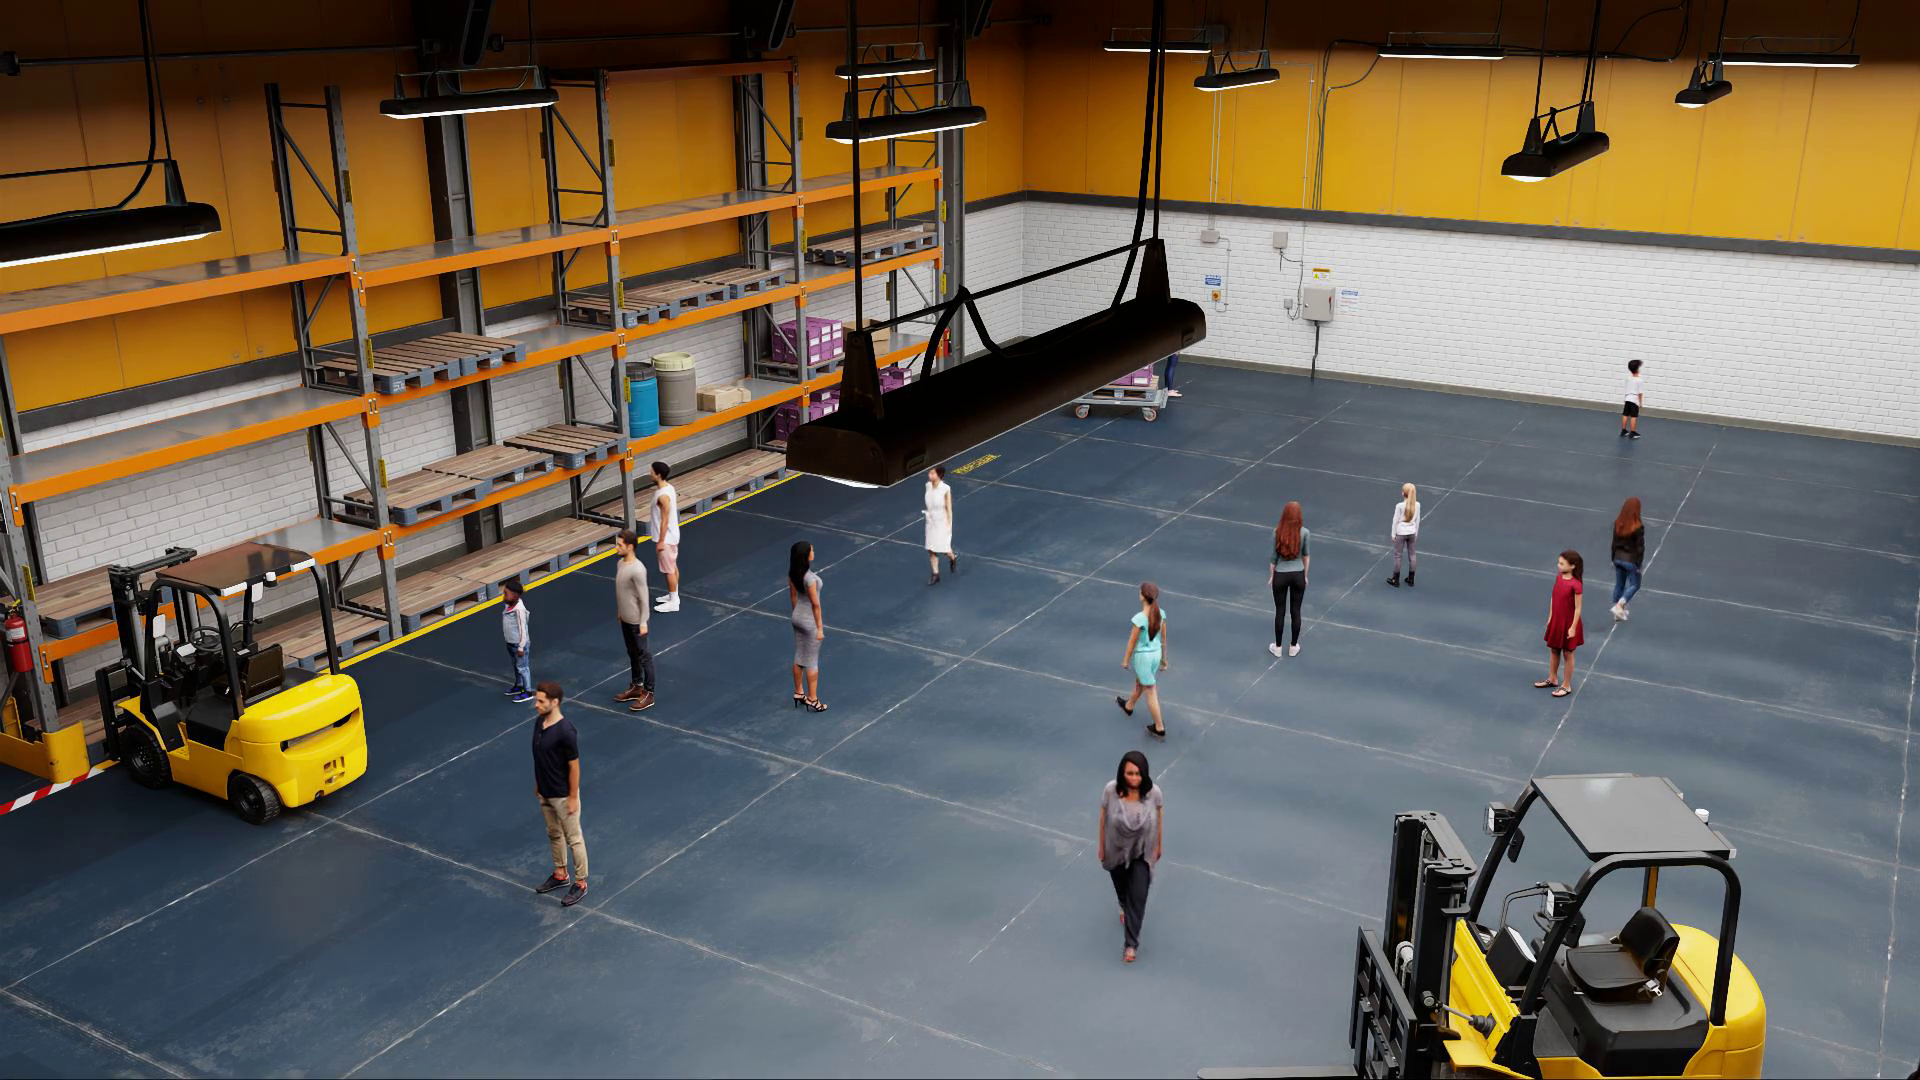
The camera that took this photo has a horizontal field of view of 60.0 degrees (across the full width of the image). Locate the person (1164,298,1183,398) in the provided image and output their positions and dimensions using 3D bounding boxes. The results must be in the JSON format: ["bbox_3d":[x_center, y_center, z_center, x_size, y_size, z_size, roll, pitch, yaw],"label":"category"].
[{"bbox_3d":[3.755,-3.420,29.389,0.714,1.739,0.625,-1,19,-3],"label":"person"}]

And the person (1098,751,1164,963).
[{"bbox_3d":[1.303,2.306,12.649,0.825,1.571,1.132,4,19,12],"label":"person"}]

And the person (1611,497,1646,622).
[{"bbox_3d":[7.565,0.235,18.945,0.749,1.479,0.698,-12,22,-31],"label":"person"}]

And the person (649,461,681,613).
[{"bbox_3d":[-3.403,-0.052,19.309,0.793,1.789,0.690,-1,19,-2],"label":"person"}]

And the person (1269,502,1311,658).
[{"bbox_3d":[3.556,0.421,17.977,0.662,1.743,0.677,1,19,4],"label":"person"}]

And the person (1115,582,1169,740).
[{"bbox_3d":[1.851,1.186,16.063,1.042,1.515,0.915,-12,22,-32],"label":"person"}]

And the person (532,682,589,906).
[{"bbox_3d":[-3.180,1.978,13.174,0.683,1.858,0.573,15,23,37],"label":"person"}]

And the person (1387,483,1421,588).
[{"bbox_3d":[5.408,-0.067,20.160,0.567,1.275,0.618,-3,19,-8],"label":"person"}]

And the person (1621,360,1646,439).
[{"bbox_3d":[10.822,-2.278,26.754,0.611,1.257,0.571,-11,21,-29],"label":"person"}]

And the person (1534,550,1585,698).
[{"bbox_3d":[6.211,0.828,17.070,0.737,1.552,0.677,-7,20,-21],"label":"person"}]

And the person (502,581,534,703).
[{"bbox_3d":[-4.516,1.014,16.973,0.592,1.261,0.556,-12,22,-33],"label":"person"}]

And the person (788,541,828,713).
[{"bbox_3d":[-1.539,0.858,16.620,0.626,1.781,0.647,-15,24,-38],"label":"person"}]

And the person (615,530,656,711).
[{"bbox_3d":[-3.268,0.786,16.702,0.684,1.865,0.732,-15,24,-37],"label":"person"}]

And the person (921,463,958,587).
[{"bbox_3d":[-0.225,-0.208,20.157,0.613,1.544,0.764,13,23,34],"label":"person"}]
